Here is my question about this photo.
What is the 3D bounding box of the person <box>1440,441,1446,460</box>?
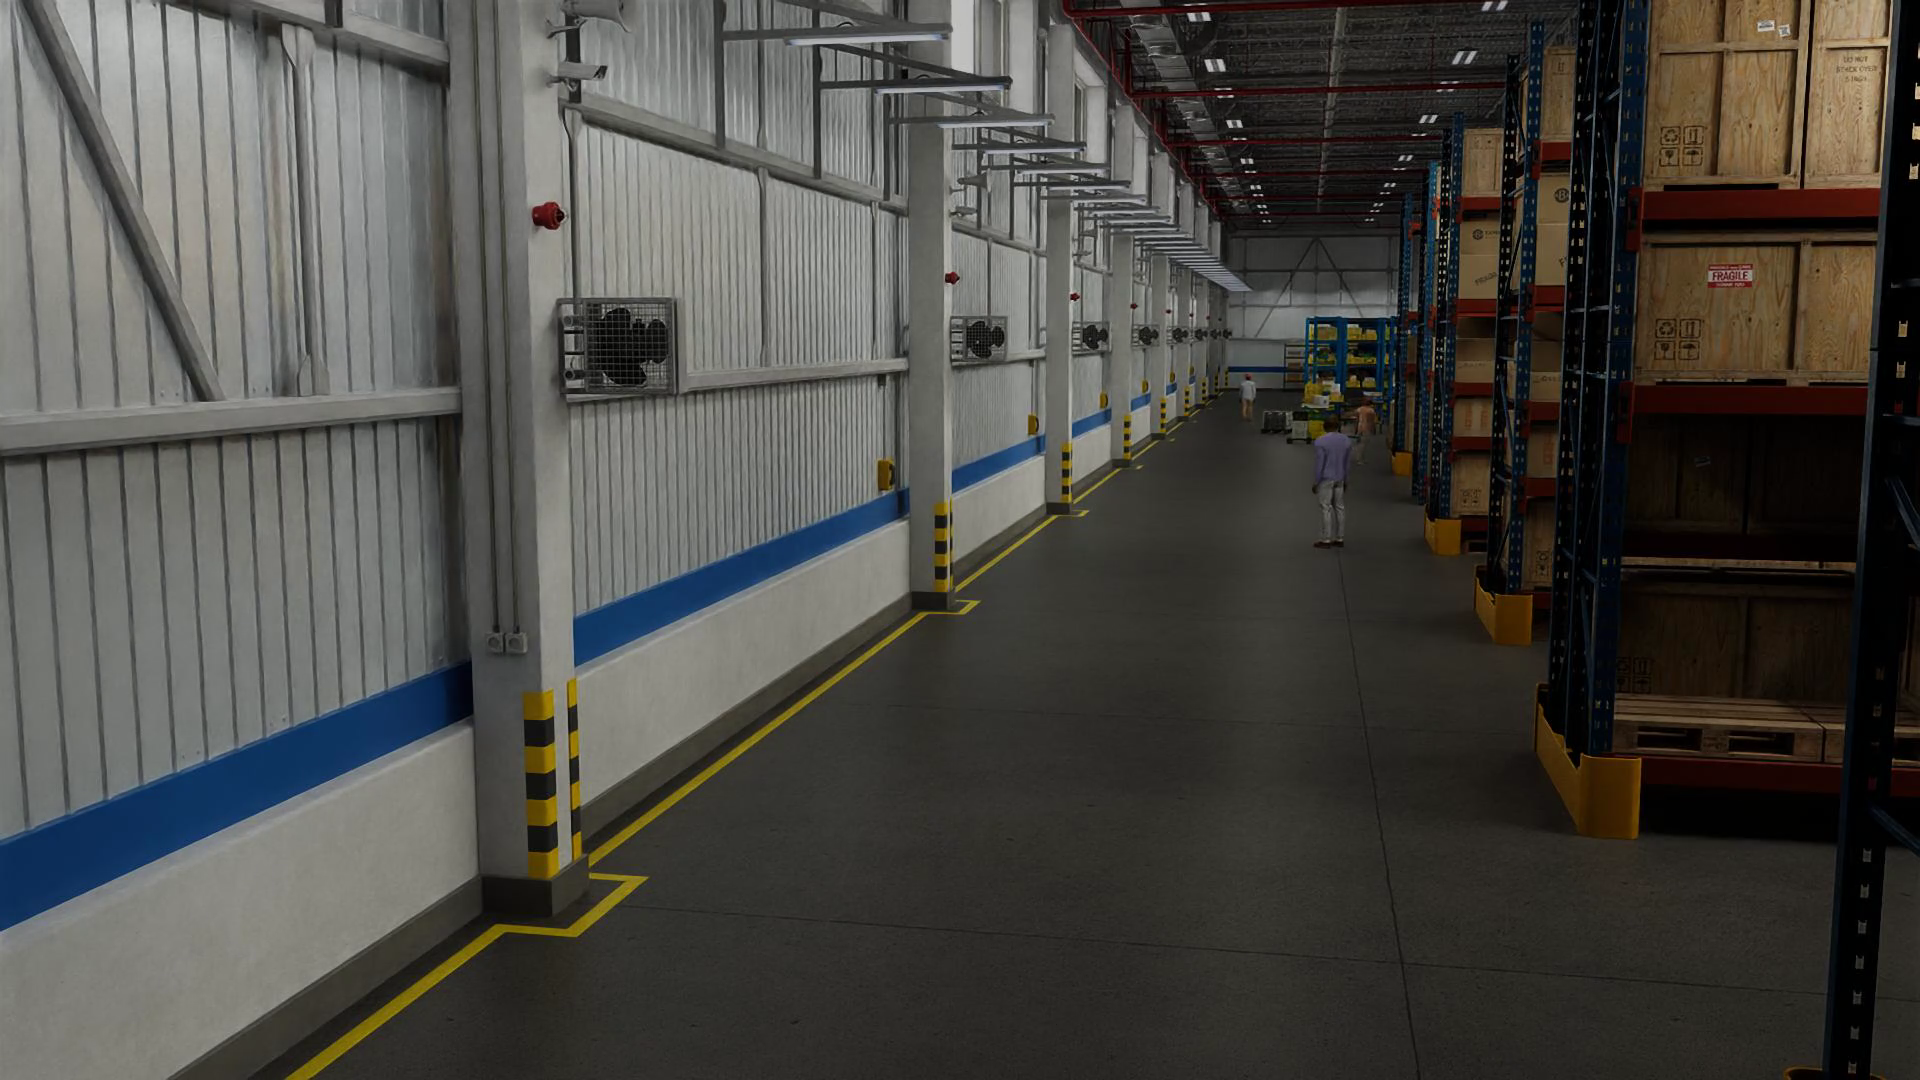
[{"bbox_3d":[8.513,-1.349,28.524,0.707,1.796,0.601,4,8,28],"label":"person"}]

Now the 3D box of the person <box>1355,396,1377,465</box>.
[{"bbox_3d":[9.518,-2.549,38.833,0.705,1.604,0.509,-4,8,-32],"label":"person"}]

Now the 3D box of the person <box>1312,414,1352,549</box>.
[{"bbox_3d":[5.318,-0.838,23.845,0.635,1.935,0.351,-4,8,-27],"label":"person"}]

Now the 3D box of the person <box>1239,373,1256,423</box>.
[{"bbox_3d":[9.881,-4.890,57.140,0.563,1.725,0.753,1,7,11],"label":"person"}]
